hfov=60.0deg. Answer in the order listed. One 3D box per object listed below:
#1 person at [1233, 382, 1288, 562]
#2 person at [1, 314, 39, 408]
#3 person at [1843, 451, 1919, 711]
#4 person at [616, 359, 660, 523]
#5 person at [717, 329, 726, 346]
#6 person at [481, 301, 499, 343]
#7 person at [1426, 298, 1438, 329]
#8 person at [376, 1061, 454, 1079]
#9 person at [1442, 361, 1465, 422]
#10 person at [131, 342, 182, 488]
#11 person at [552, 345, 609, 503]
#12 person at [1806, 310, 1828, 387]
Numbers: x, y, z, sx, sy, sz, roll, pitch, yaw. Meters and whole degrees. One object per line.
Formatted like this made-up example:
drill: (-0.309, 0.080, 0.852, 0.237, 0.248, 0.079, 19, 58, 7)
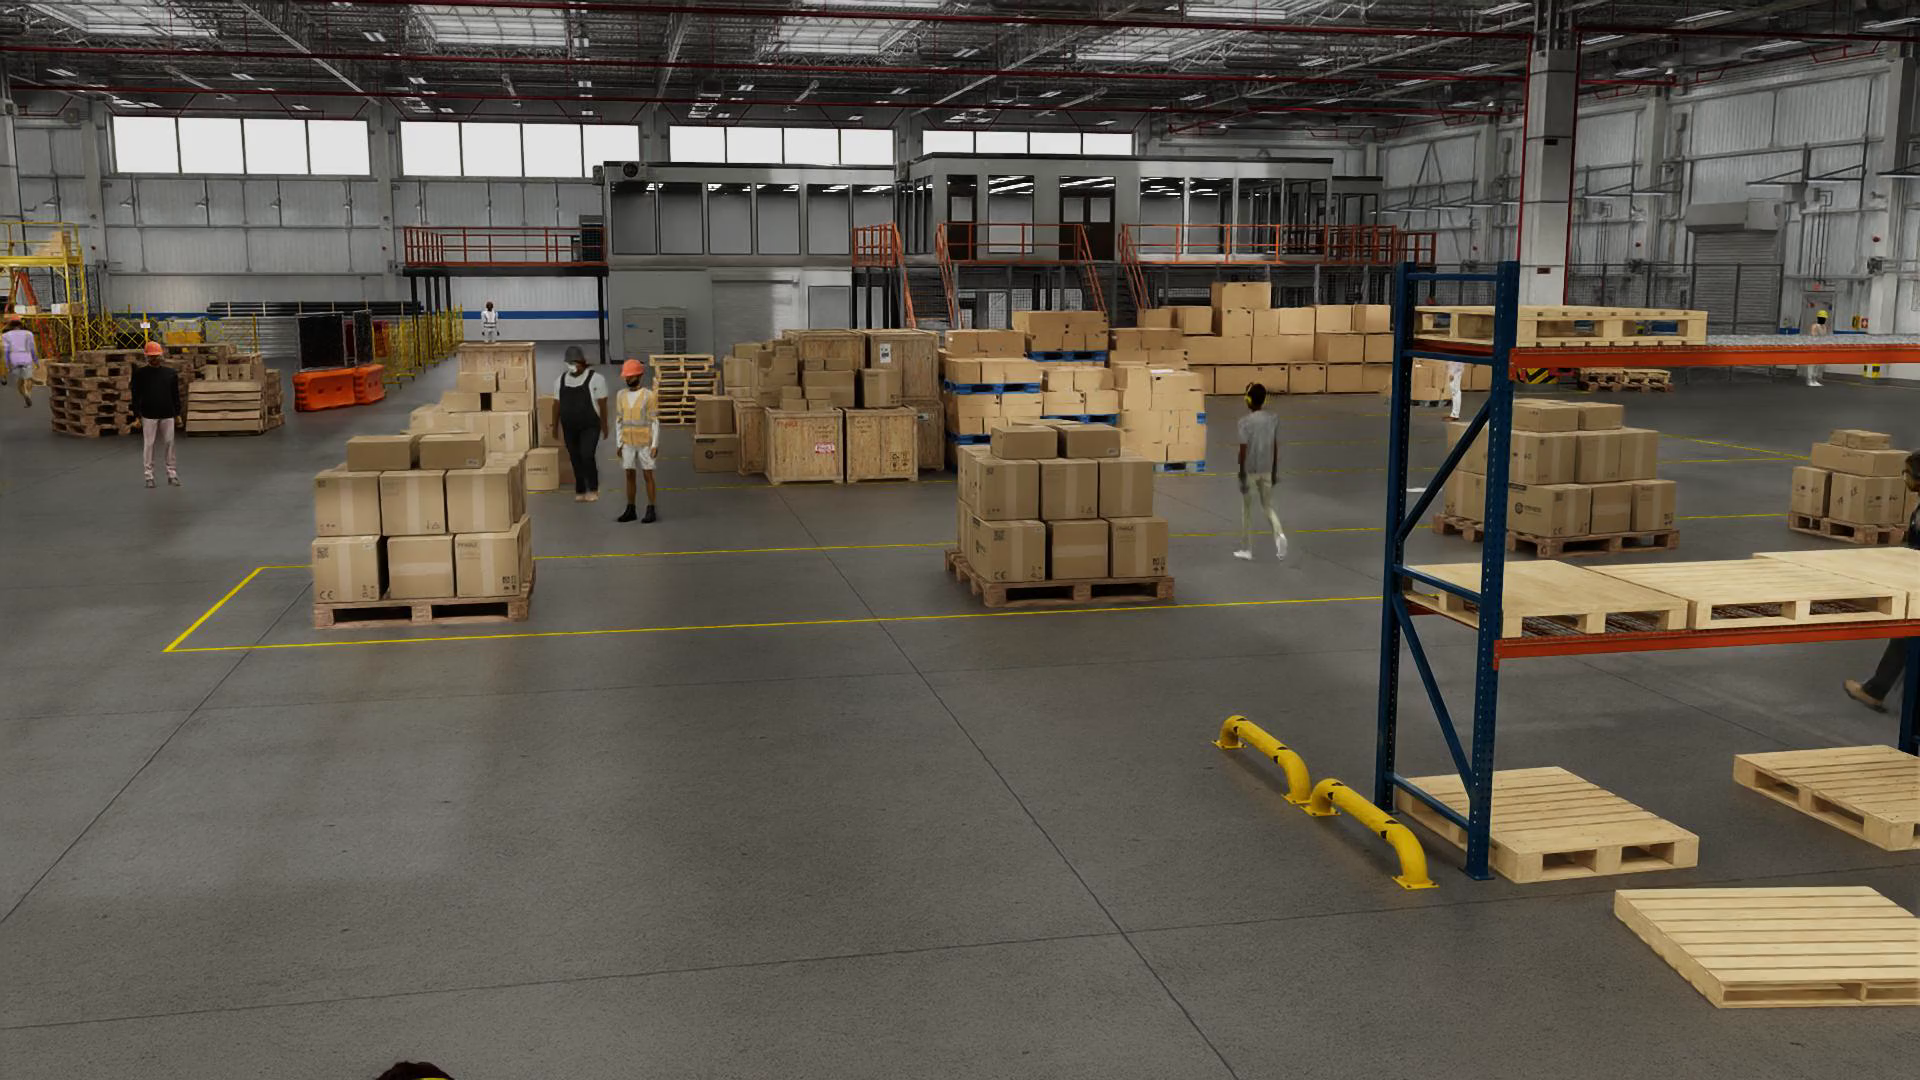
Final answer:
person: (3.062, -0.679, 16.906, 0.527, 1.850, 0.739, -3, 10, -19)
person: (-19.979, -3.793, 35.368, 0.647, 2.019, 0.612, -4, 10, -22)
person: (6.415, 0.307, 11.093, 0.829, 1.785, 0.576, 7, 12, 37)
person: (-3.802, -1.157, 19.543, 0.551, 1.934, 0.373, 3, 10, 18)
person: (-8.143, -7.027, 56.347, 0.858, 1.588, 0.500, -4, 10, -23)
person: (-15.391, -6.863, 54.480, 0.573, 1.887, 0.355, -7, 11, -35)
person: (16.369, -7.395, 57.611, 1.060, 1.937, 0.623, -3, 10, -16)
person: (-0.768, 1.673, 2.498, 0.508, 1.872, 0.329, -7, 12, -37)
person: (9.622, -3.262, 32.370, 0.372, 1.940, 0.630, 3, 10, 20)
person: (-10.985, -1.715, 22.770, 0.623, 1.993, 0.384, -7, 12, -38)
person: (-4.852, -1.470, 21.138, 0.708, 2.000, 0.561, 2, 10, 13)
person: (21.687, -4.839, 42.023, 0.592, 1.923, 0.381, -7, 12, -37)
